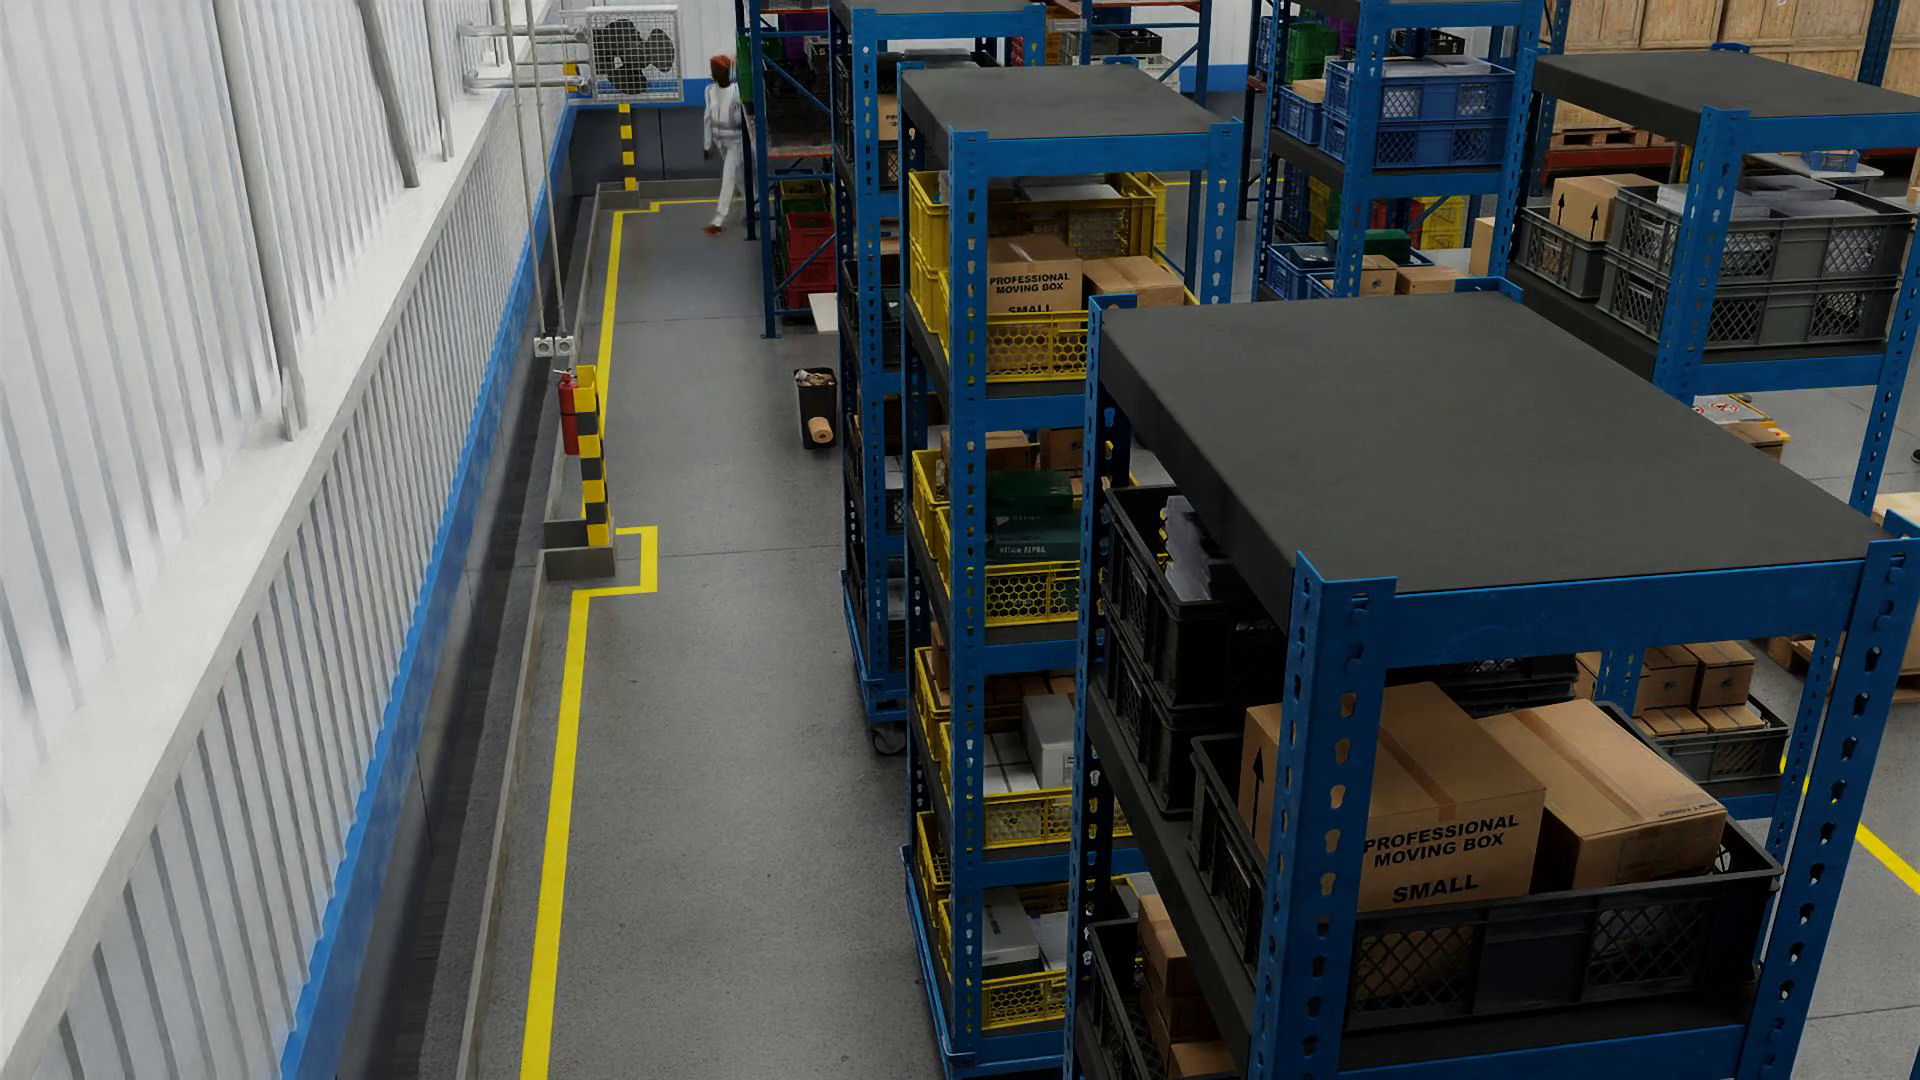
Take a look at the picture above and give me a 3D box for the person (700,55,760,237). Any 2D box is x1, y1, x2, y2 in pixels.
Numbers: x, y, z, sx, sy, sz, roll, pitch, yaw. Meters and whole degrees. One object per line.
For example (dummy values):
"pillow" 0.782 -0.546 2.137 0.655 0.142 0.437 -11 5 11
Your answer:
"person" -2.432 -4.152 17.447 0.583 1.828 1.019 17 30 33

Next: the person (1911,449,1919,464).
"person" 6.930 -1.348 11.352 0.588 1.823 0.403 5 25 11
